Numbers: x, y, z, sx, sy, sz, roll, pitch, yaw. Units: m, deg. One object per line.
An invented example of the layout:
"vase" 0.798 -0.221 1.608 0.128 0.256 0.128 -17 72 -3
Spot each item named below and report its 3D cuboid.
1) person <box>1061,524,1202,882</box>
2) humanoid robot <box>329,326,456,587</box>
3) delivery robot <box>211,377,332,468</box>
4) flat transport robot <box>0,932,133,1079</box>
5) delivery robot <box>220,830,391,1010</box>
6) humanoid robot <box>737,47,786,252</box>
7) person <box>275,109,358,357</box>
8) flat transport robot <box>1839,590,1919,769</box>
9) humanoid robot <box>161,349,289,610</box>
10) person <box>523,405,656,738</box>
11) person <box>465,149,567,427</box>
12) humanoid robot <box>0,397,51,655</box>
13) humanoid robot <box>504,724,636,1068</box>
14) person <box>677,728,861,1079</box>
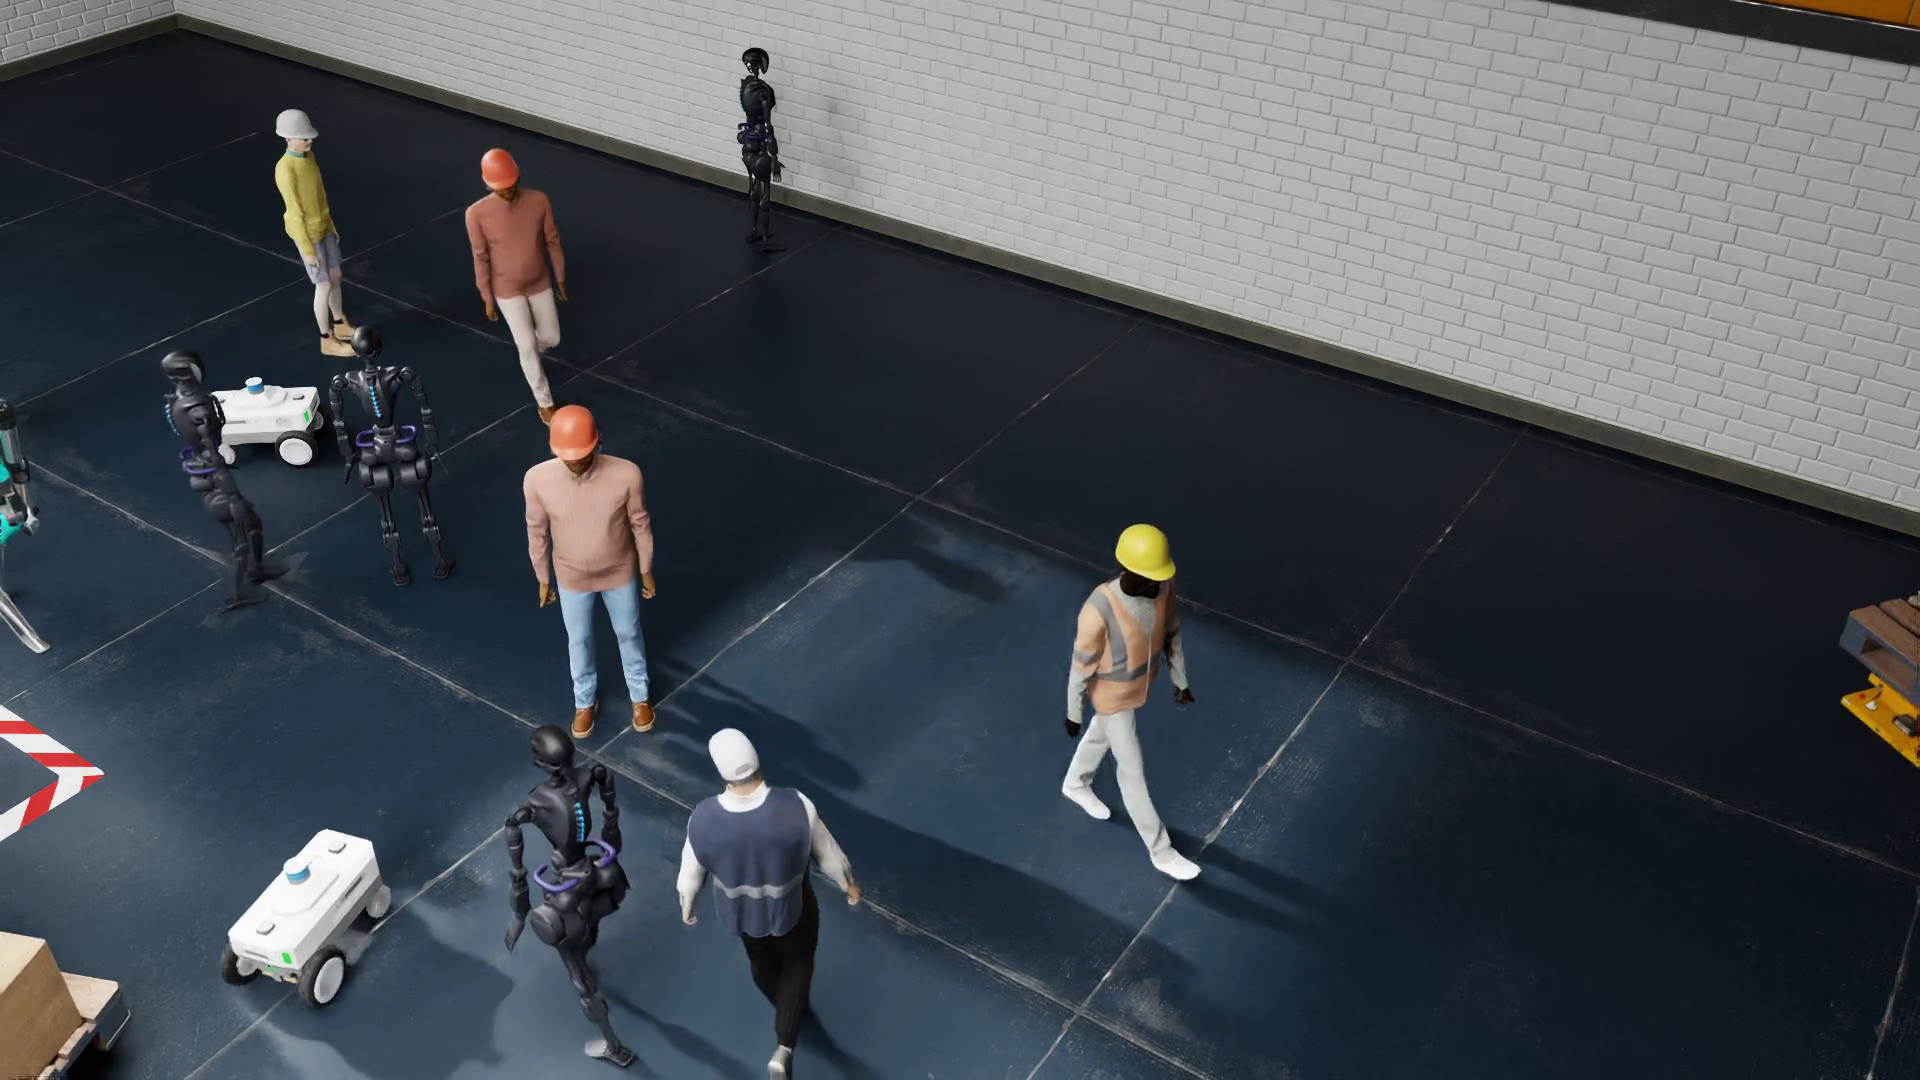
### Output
"person" 0.849 0.726 7.819 0.968 1.872 0.612 29 44 34
"humanoid robot" -3.327 -0.488 9.720 0.599 1.657 0.315 -7 36 -10
"delivery robot" -4.648 -0.801 11.176 0.811 0.613 0.499 -3 35 -5
"flat transport robot" -4.235 2.348 6.908 0.659 0.231 1.431 7 36 10
"delivery robot" -2.973 1.698 7.574 0.499 0.579 0.753 11 36 15
"humanoid robot" -1.638 -3.205 13.603 0.315 1.657 0.599 -14 37 -19
"person" -4.665 -2.211 12.023 0.412 1.879 0.492 2 35 3
"flat transport robot" 5.602 0.878 9.009 1.431 0.231 0.659 -11 37 -16
"humanoid robot" -4.231 -0.356 9.544 0.416 1.640 0.596 -20 40 -26
"person" -1.868 0.171 8.517 0.621 1.989 0.400 -5 35 -7
"person" -2.994 -1.764 11.312 0.624 1.963 0.706 -21 40 -27
"humanoid robot" -5.537 -0.195 9.288 0.939 1.788 0.555 24 42 31
"humanoid robot" -1.655 1.458 6.987 0.746 1.623 0.615 27 43 33
"person" -0.783 1.515 6.819 0.754 1.730 0.640 0 35 0
